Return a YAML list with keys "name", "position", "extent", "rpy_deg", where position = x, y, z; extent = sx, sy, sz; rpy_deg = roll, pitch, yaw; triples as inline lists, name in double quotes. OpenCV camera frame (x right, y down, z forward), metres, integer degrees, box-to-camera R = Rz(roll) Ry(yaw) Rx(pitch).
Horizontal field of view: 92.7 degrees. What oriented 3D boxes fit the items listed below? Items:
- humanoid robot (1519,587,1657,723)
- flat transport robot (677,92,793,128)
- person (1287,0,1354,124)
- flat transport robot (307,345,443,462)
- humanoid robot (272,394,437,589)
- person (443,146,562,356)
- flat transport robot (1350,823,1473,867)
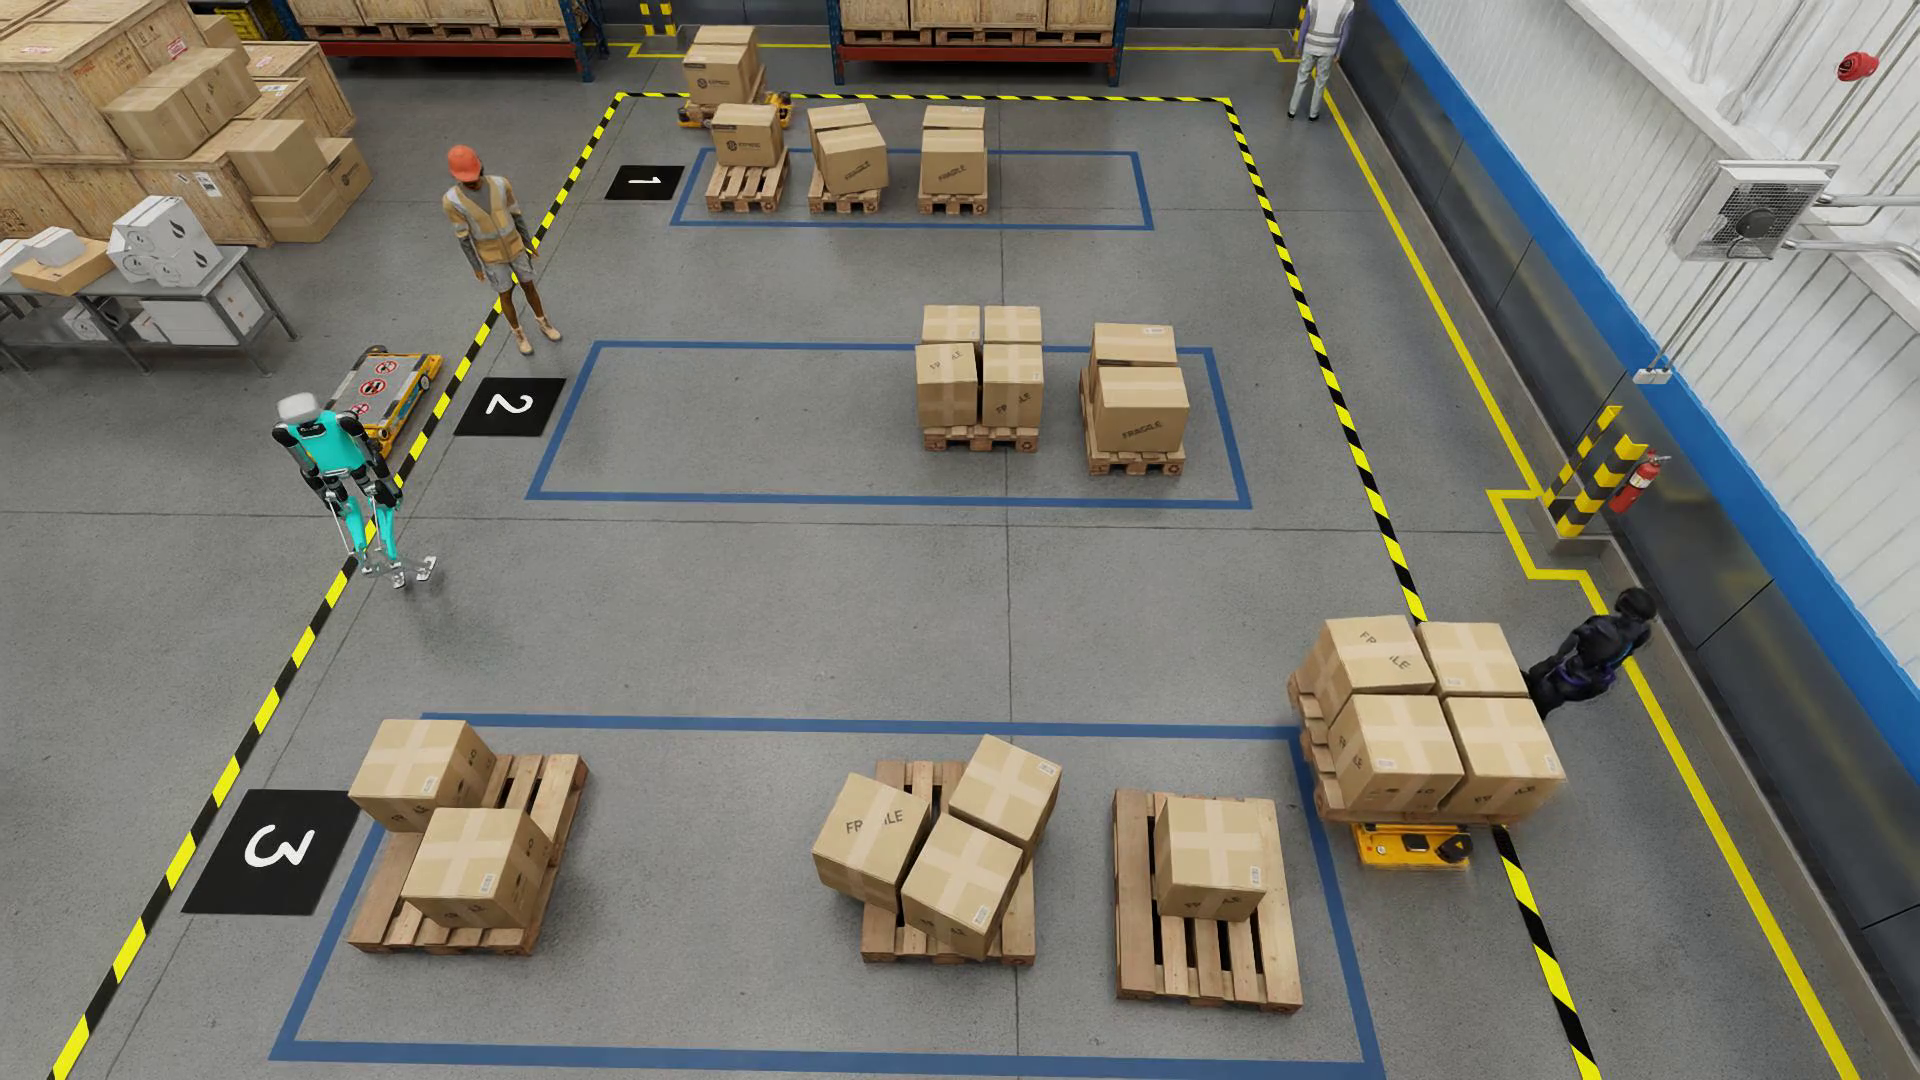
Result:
- name: "humanoid robot"
  position: [3.789, 0.821, 5.777]
  extent: [0.614, 1.624, 0.773]
  rpy_deg: [-6, 50, -5]
- name: "flat transport robot"
  position: [-2.991, -5.746, 12.210]
  extent: [1.431, 0.197, 0.652]
  rpy_deg: [1, 50, 1]
- name: "person"
  position: [4.571, -6.256, 11.640]
  extent: [0.589, 1.827, 0.404]
  rpy_deg: [18, 52, 15]
- name: "flat transport robot"
  position: [-5.383, -1.269, 8.441]
  extent: [0.659, 0.231, 1.431]
  rpy_deg: [1, 50, 1]
- name: "humanoid robot"
  position: [-4.282, -0.203, 6.491]
  extent: [0.533, 1.673, 0.735]
  rpy_deg: [-11, 51, -9]
- name: "person"
  position: [-4.206, -2.641, 8.446]
  extent: [0.613, 2.033, 0.392]
  rpy_deg: [-35, 58, -26]
- name: "flat transport robot"
  position: [2.855, 1.443, 6.128]
  extent: [0.652, 0.197, 1.431]
  rpy_deg: [1, 50, 1]
